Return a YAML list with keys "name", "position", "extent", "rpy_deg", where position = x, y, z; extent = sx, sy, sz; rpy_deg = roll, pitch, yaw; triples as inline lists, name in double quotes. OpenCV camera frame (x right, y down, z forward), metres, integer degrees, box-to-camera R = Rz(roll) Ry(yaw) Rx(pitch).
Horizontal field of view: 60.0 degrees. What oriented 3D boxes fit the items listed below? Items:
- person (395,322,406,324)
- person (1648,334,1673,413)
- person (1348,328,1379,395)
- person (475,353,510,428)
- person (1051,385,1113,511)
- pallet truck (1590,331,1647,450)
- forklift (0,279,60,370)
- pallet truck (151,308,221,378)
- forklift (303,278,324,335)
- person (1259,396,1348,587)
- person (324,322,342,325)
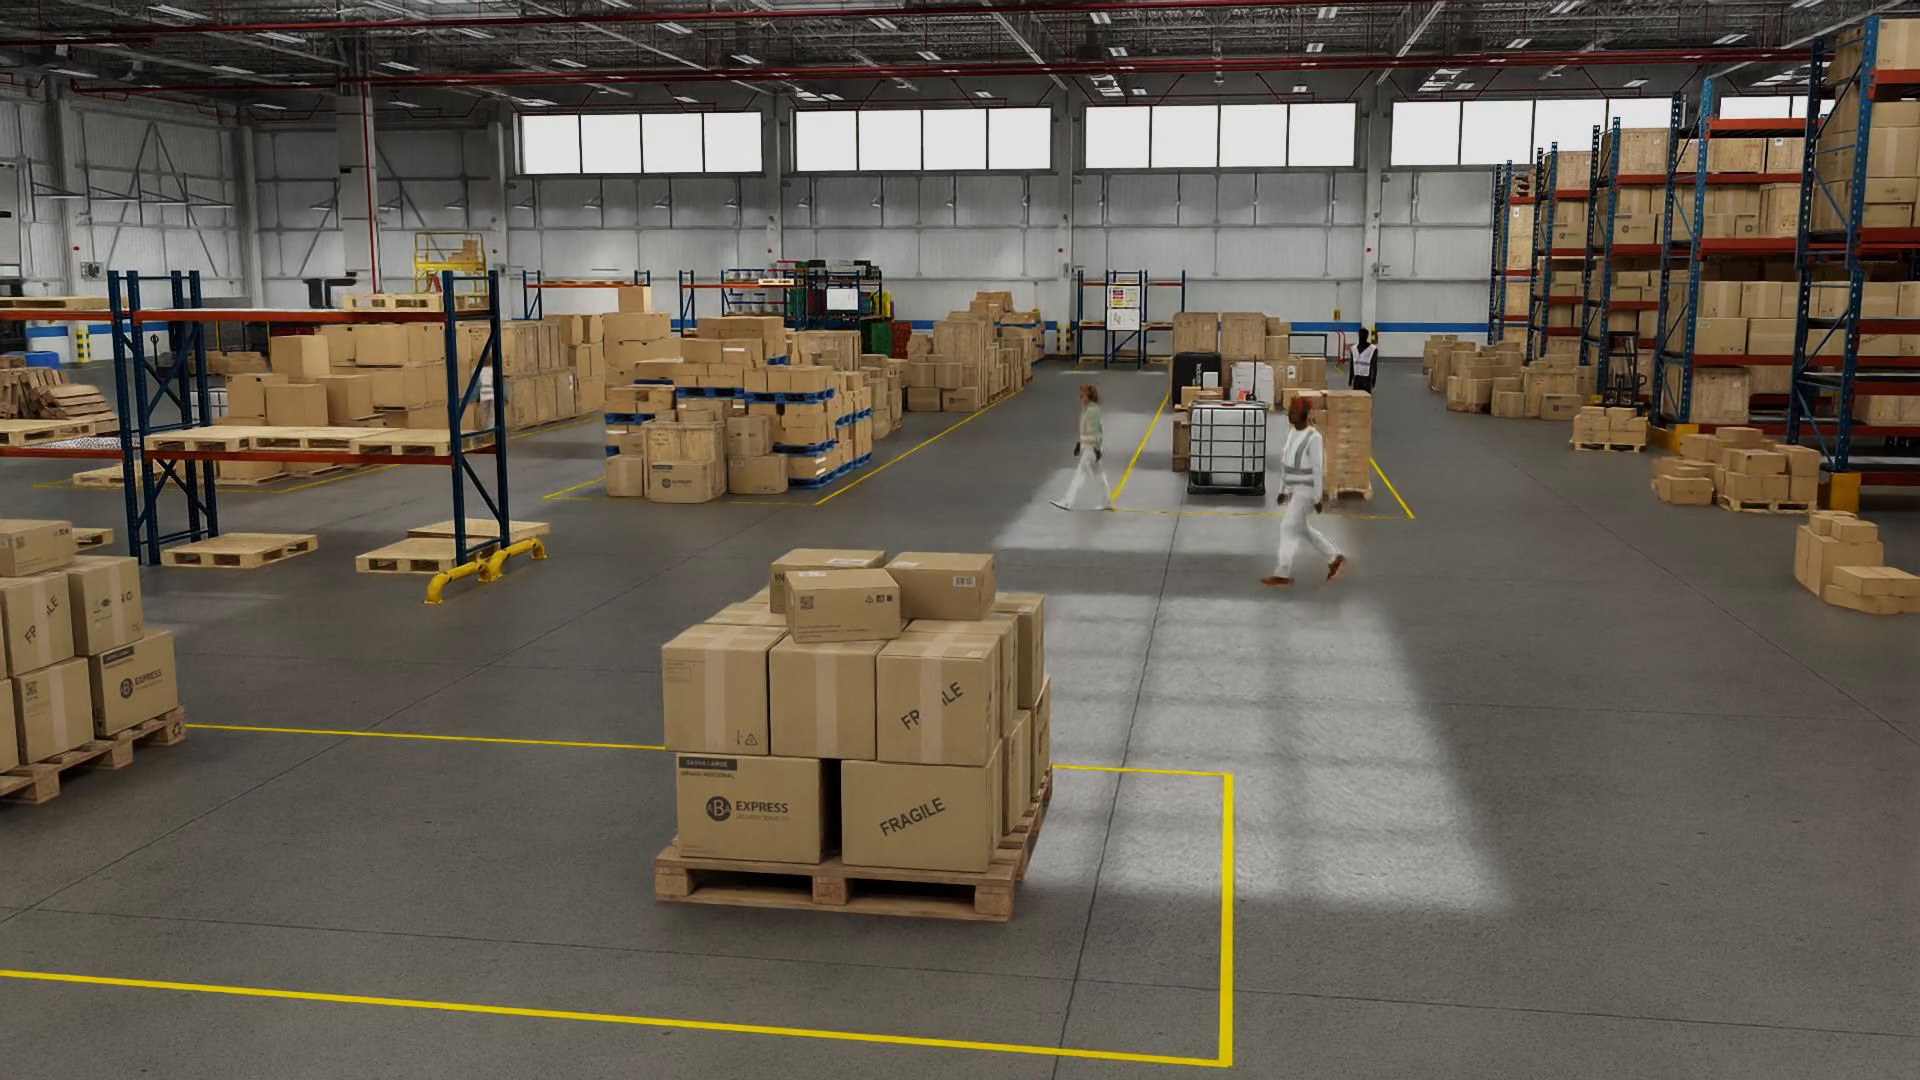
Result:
- name: "person"
  position: [-13.733, -4.543, 40.834]
  extent: [0.552, 1.934, 0.373]
  rpy_deg: [2, 9, 12]
- name: "person"
  position: [13.499, -3.061, 32.057]
  extent: [0.438, 1.818, 0.705]
  rpy_deg: [4, 10, 25]
- name: "person"
  position: [7.890, -3.179, 32.514]
  extent: [0.385, 1.911, 0.593]
  rpy_deg: [-8, 12, -42]
- name: "person"
  position: [-8.088, -2.449, 28.928]
  extent: [0.552, 1.602, 0.803]
  rpy_deg: [2, 9, 13]
- name: "person"
  position: [1.561, -1.148, 20.923]
  extent: [0.844, 1.589, 0.543]
  rpy_deg: [-1, 9, -6]
- name: "pallet truck"
  position: [11.253, -2.573, 28.499]
  extent: [0.823, 1.965, 1.885]
  rpy_deg: [5, 10, 27]
- name: "forklift"
  position: [-22.592, -4.798, 39.505]
  extent: [1.873, 2.768, 1.129]
  rpy_deg: [1, 9, 9]
- name: "pallet truck"
  position: [-21.869, -5.598, 47.154]
  extent: [0.823, 1.965, 1.885]
  rpy_deg: [4, 10, 26]
- name: "forklift"
  position: [-16.755, -5.417, 43.321]
  extent: [1.873, 2.768, 1.129]
  rpy_deg: [-3, 10, -19]
- name: "person"
  position: [3.346, -0.472, 16.012]
  extent: [0.878, 1.853, 0.576]
  rpy_deg: [-2, 9, -10]
- name: "person"
  position: [-18.852, -5.978, 49.801]
  extent: [0.682, 1.887, 0.960]
  rpy_deg: [-1, 9, -6]
